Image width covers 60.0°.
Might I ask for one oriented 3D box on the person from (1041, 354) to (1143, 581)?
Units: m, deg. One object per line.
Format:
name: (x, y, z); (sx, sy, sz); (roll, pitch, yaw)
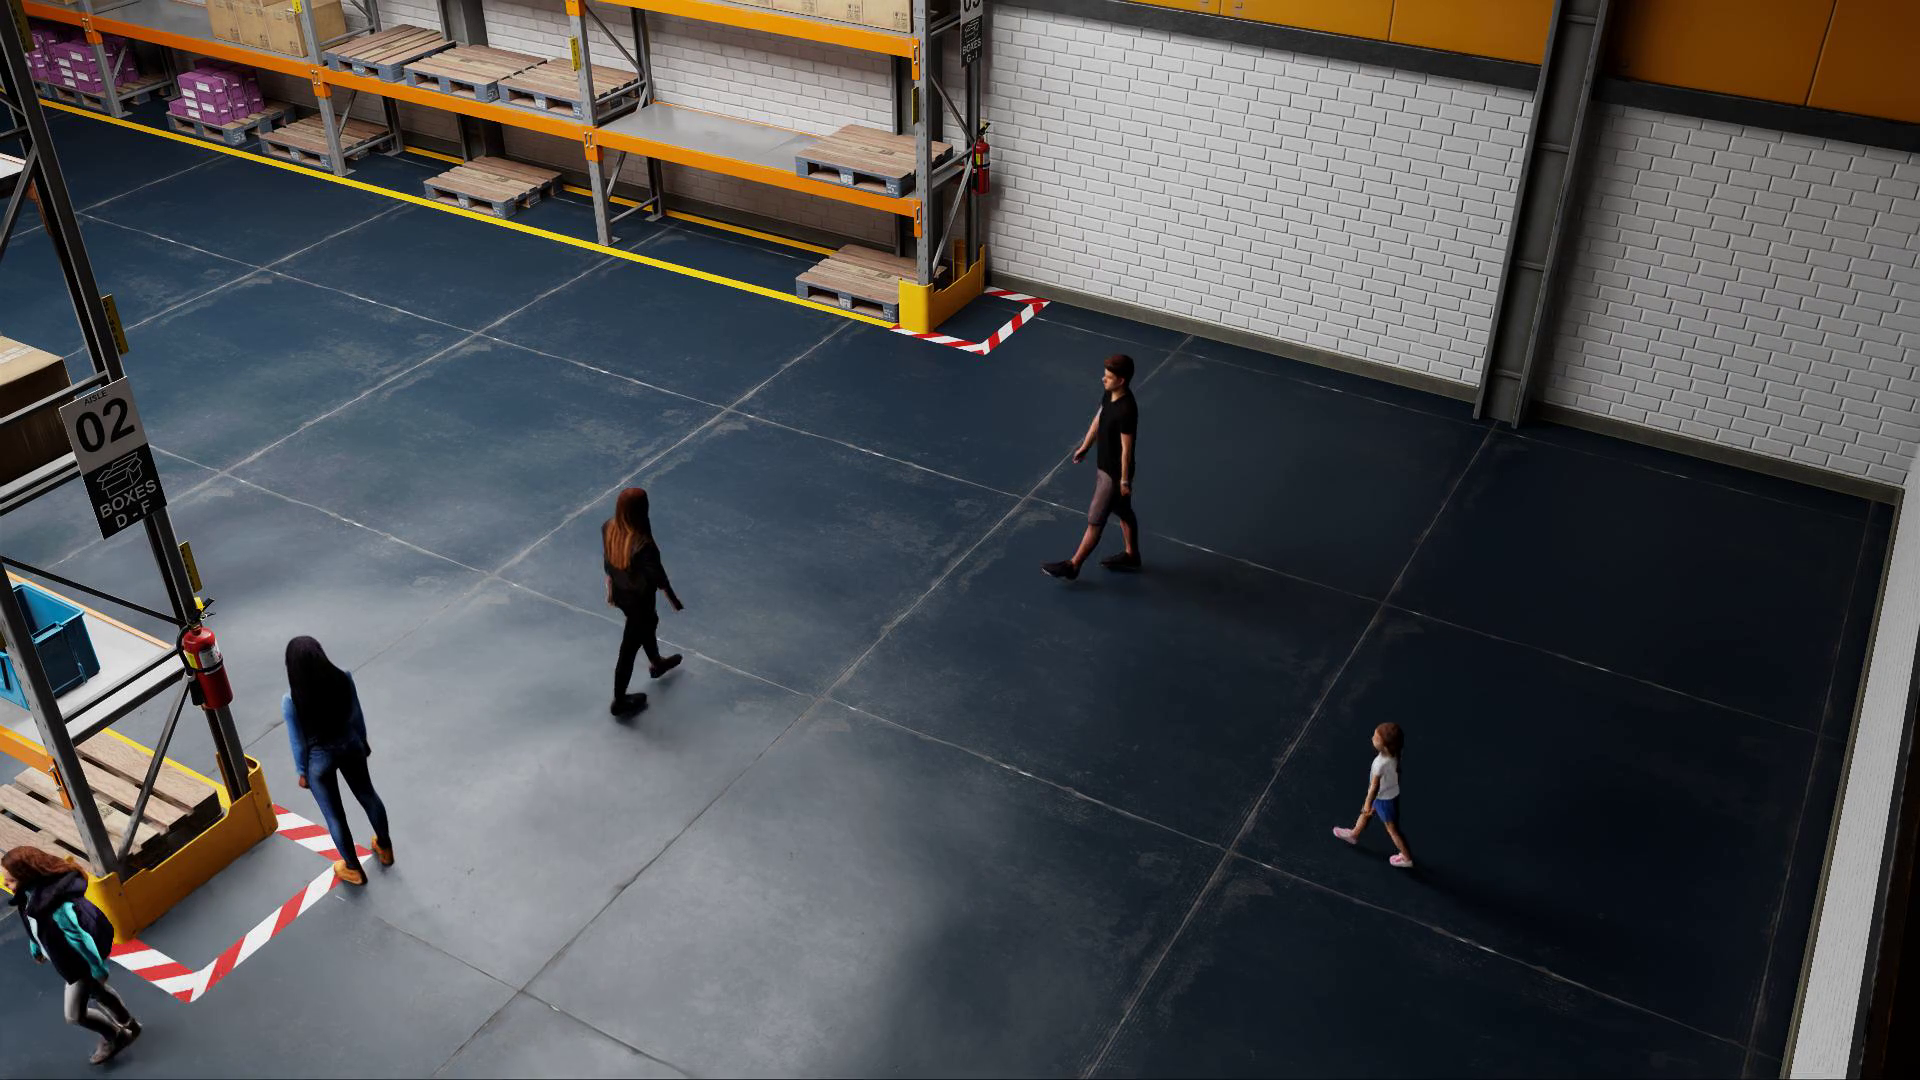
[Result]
person: (1.211, -0.535, 12.207); (1.156, 1.832, 1.029); (-4, 34, -5)

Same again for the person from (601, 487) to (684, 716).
person: (-2.204, 0.446, 10.872); (0.923, 1.676, 0.809); (28, 42, 35)

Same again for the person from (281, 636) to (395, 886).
person: (-3.611, 1.264, 9.609); (0.583, 1.712, 0.646); (25, 41, 33)

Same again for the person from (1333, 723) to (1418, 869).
person: (2.562, 1.529, 9.855); (0.755, 0.998, 0.445); (20, 39, 28)

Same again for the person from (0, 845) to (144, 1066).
person: (-4.497, 2.089, 8.575); (0.585, 1.483, 0.710); (26, 41, 33)
